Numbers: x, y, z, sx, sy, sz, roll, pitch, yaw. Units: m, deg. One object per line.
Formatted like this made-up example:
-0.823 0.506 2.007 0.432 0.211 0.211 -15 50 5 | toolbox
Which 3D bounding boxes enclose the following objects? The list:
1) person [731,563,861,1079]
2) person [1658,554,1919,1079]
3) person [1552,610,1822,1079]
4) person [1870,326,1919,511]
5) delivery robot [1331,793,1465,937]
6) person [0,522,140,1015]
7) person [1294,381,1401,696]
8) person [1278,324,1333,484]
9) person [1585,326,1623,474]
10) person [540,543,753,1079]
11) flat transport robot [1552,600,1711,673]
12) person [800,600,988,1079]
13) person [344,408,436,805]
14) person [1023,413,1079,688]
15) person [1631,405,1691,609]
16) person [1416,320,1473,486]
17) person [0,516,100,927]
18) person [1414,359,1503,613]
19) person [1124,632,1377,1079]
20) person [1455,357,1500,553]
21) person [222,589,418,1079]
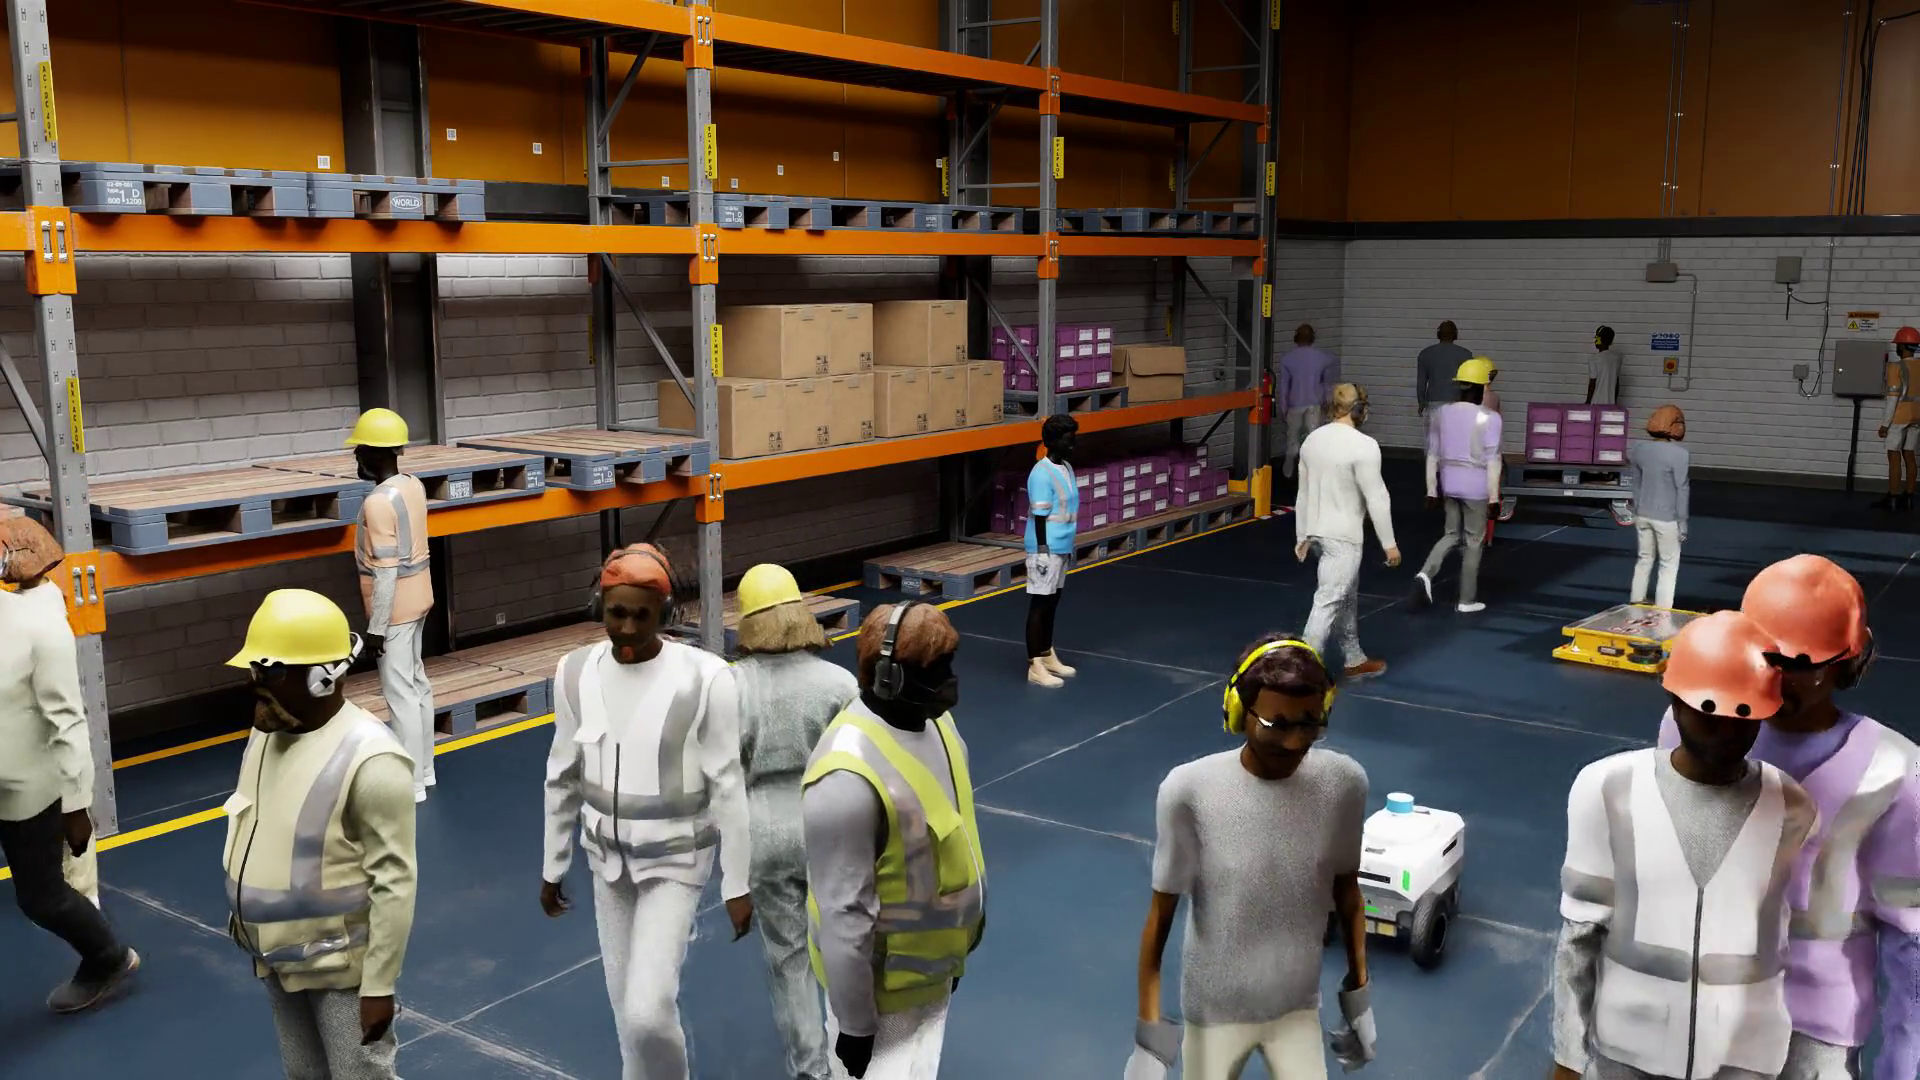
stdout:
-0.493 0.927 5.135 0.561 1.698 0.467 0 10 1 | person
1.874 1.002 3.729 0.698 2.023 0.618 -7 12 -36 | person
1.603 1.062 3.699 0.541 1.915 0.824 3 10 19 | person
9.921 -1.275 17.538 0.543 1.939 0.356 -4 10 -23 | person
1.702 1.227 6.467 0.477 0.478 0.707 6 11 33 | delivery robot
-3.065 0.776 5.359 0.656 1.941 0.938 -1 10 -3 | person
2.390 -0.001 10.072 0.910 1.903 0.655 -4 10 -21 | person
3.988 -1.547 19.305 0.640 1.897 0.881 1 10 6 | person
7.510 -1.574 19.522 0.514 1.872 0.328 -5 11 -26 | person
-0.894 0.926 4.651 0.659 1.864 0.457 5 11 25 | person
4.580 0.632 11.134 0.652 0.197 1.431 9 13 42 | flat transport robot
-0.151 1.045 4.055 0.432 1.836 0.618 3 10 19 | person
-2.734 0.327 8.019 0.355 1.930 0.587 -1 10 -4 | person
0.571 0.057 10.339 0.323 1.690 0.536 4 10 21 | person
4.930 -0.136 11.680 0.307 1.627 0.513 -4 10 -21 | person
5.625 -1.580 19.352 0.629 1.940 0.377 5 11 28 | person
-3.657 0.711 6.640 0.277 1.628 0.500 -7 12 -34 | person
3.693 -0.379 12.289 0.611 1.910 0.592 -7 12 -38 | person
0.678 1.094 3.755 0.628 1.831 0.776 -2 10 -10 | person
4.689 -0.769 15.036 0.314 1.769 0.523 8 12 38 | person
-1.609 1.021 4.172 0.586 1.835 0.404 7 12 37 | person
